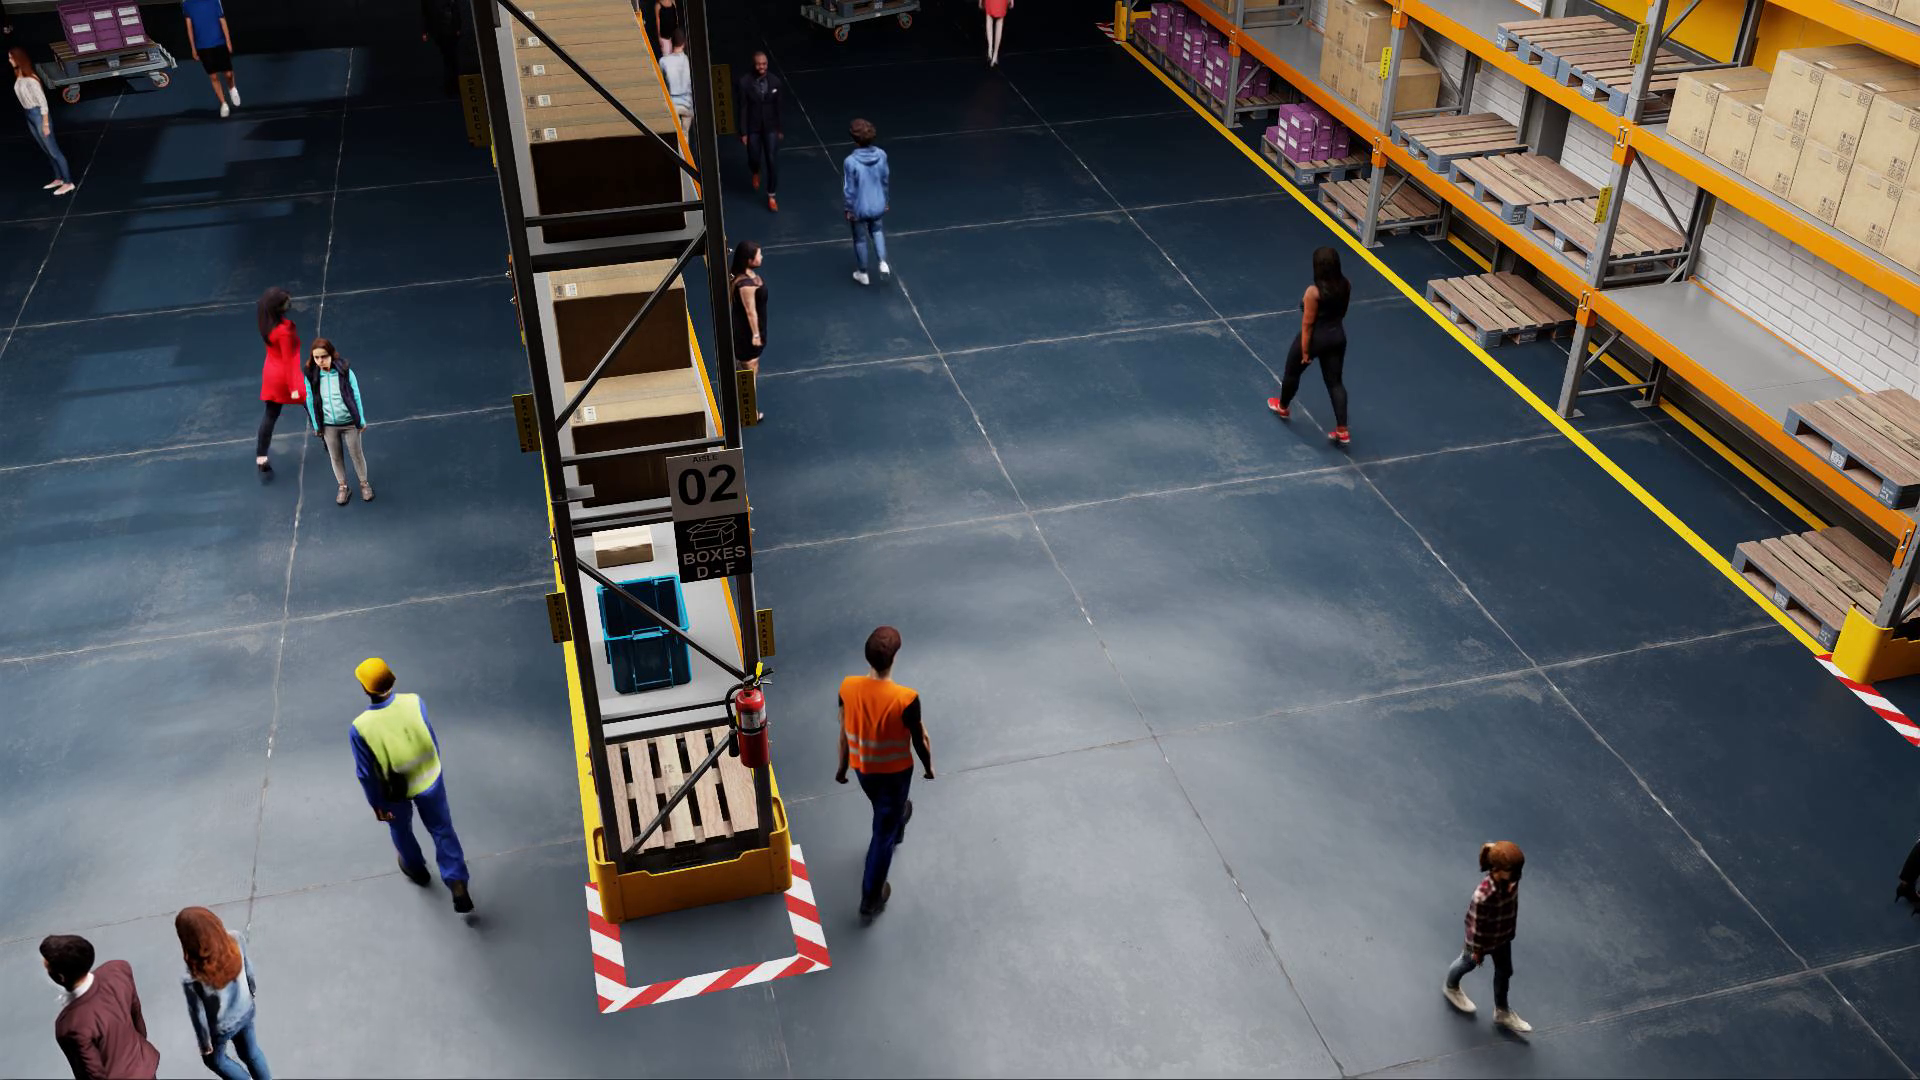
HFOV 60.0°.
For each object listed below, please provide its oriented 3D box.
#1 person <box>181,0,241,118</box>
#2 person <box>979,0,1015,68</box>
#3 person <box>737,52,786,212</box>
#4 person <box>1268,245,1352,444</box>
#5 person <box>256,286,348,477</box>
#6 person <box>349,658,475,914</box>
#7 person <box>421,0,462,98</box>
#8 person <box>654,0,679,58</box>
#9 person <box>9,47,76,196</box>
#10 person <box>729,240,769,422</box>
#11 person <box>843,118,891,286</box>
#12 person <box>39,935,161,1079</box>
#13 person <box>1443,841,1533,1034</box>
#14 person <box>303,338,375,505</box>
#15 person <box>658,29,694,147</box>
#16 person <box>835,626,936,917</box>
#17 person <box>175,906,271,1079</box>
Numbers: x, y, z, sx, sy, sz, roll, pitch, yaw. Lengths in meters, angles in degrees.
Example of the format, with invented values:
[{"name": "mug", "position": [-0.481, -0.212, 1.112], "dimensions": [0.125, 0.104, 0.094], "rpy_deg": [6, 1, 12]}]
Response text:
[{"name": "person", "position": [-9.812, -6.520, 21.786], "dimensions": [0.679, 1.856, 0.810], "rpy_deg": [-11, 35, -16]}, {"name": "person", "position": [0.492, -7.551, 23.380], "dimensions": [0.745, 1.810, 0.765], "rpy_deg": [6, 34, 9]}, {"name": "person", "position": [-2.300, -4.746, 19.172], "dimensions": [0.707, 1.796, 0.977], "rpy_deg": [-8, 34, -12]}, {"name": "person", "position": [3.226, -1.681, 14.585], "dimensions": [0.791, 1.769, 1.264], "rpy_deg": [-13, 36, -19]}, {"name": "person", "position": [-5.792, -1.311, 14.094], "dimensions": [1.136, 1.696, 1.123], "rpy_deg": [22, 39, 29]}, {"name": "person", "position": [-3.229, 1.470, 9.827], "dimensions": [0.891, 1.788, 1.153], "rpy_deg": [-22, 39, -29]}, {"name": "person", "position": [-6.969, -6.945, 22.533], "dimensions": [0.877, 1.738, 1.072], "rpy_deg": [6, 34, 9]}, {"name": "person", "position": [-3.955, -6.750, 22.409], "dimensions": [0.706, 1.550, 0.859], "rpy_deg": [-25, 41, -33]}, {"name": "person", "position": [-10.796, -4.935, 19.518], "dimensions": [0.608, 1.728, 0.714], "rpy_deg": [26, 42, 34]}, {"name": "person", "position": [-1.929, -1.895, 14.960], "dimensions": [0.701, 1.711, 0.551], "rpy_deg": [-10, 35, -15]}, {"name": "person", "position": [-0.929, -3.460, 17.235], "dimensions": [0.768, 1.798, 0.853], "rpy_deg": [-15, 36, -21]}, {"name": "person", "position": [-4.075, 2.594, 8.066], "dimensions": [0.801, 1.865, 0.633], "rpy_deg": [0, 34, 0]}, {"name": "person", "position": [2.890, 2.138, 9.273], "dimensions": [0.702, 1.289, 0.838], "rpy_deg": [-22, 40, -30]}, {"name": "person", "position": [-5.154, -1.002, 13.807], "dimensions": [0.563, 1.499, 0.562], "rpy_deg": [-9, 35, -13]}, {"name": "person", "position": [-3.301, -5.040, 19.616], "dimensions": [0.730, 1.795, 1.233], "rpy_deg": [-11, 35, -16]}, {"name": "person", "position": [-0.488, 1.408, 9.875], "dimensions": [1.146, 1.839, 1.317], "rpy_deg": [11, 35, 16]}, {"name": "person", "position": [-3.730, 2.480, 8.597], "dimensions": [0.741, 1.469, 0.666], "rpy_deg": [13, 36, 19]}]
